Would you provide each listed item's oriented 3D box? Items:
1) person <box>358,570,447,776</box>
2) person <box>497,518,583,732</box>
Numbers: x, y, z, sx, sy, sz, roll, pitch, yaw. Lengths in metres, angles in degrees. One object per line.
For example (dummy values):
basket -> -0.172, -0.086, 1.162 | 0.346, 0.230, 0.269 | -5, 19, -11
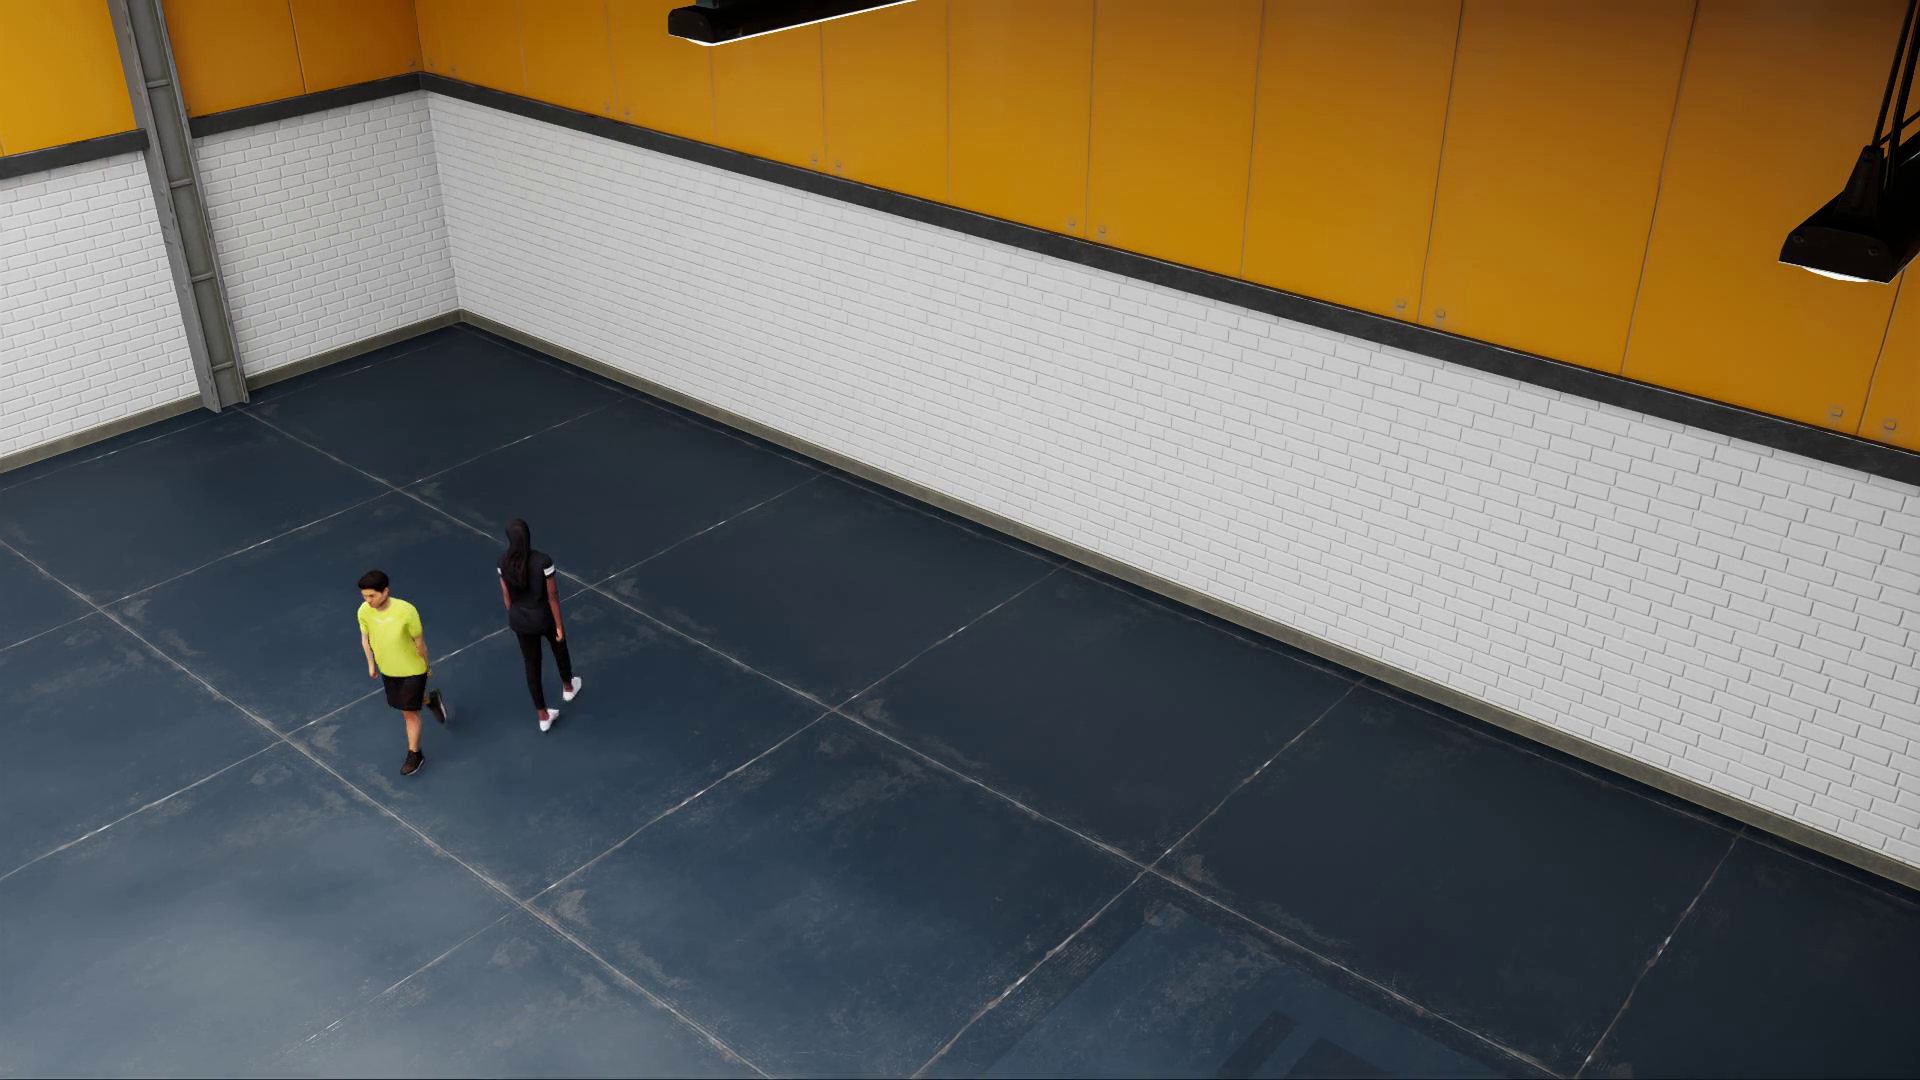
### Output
person -> -4.065, 0.872, 12.264 | 0.935, 1.666, 1.119 | 5, 29, 10
person -> -3.247, 0.669, 12.590 | 0.931, 1.712, 1.044 | 3, 29, 6
